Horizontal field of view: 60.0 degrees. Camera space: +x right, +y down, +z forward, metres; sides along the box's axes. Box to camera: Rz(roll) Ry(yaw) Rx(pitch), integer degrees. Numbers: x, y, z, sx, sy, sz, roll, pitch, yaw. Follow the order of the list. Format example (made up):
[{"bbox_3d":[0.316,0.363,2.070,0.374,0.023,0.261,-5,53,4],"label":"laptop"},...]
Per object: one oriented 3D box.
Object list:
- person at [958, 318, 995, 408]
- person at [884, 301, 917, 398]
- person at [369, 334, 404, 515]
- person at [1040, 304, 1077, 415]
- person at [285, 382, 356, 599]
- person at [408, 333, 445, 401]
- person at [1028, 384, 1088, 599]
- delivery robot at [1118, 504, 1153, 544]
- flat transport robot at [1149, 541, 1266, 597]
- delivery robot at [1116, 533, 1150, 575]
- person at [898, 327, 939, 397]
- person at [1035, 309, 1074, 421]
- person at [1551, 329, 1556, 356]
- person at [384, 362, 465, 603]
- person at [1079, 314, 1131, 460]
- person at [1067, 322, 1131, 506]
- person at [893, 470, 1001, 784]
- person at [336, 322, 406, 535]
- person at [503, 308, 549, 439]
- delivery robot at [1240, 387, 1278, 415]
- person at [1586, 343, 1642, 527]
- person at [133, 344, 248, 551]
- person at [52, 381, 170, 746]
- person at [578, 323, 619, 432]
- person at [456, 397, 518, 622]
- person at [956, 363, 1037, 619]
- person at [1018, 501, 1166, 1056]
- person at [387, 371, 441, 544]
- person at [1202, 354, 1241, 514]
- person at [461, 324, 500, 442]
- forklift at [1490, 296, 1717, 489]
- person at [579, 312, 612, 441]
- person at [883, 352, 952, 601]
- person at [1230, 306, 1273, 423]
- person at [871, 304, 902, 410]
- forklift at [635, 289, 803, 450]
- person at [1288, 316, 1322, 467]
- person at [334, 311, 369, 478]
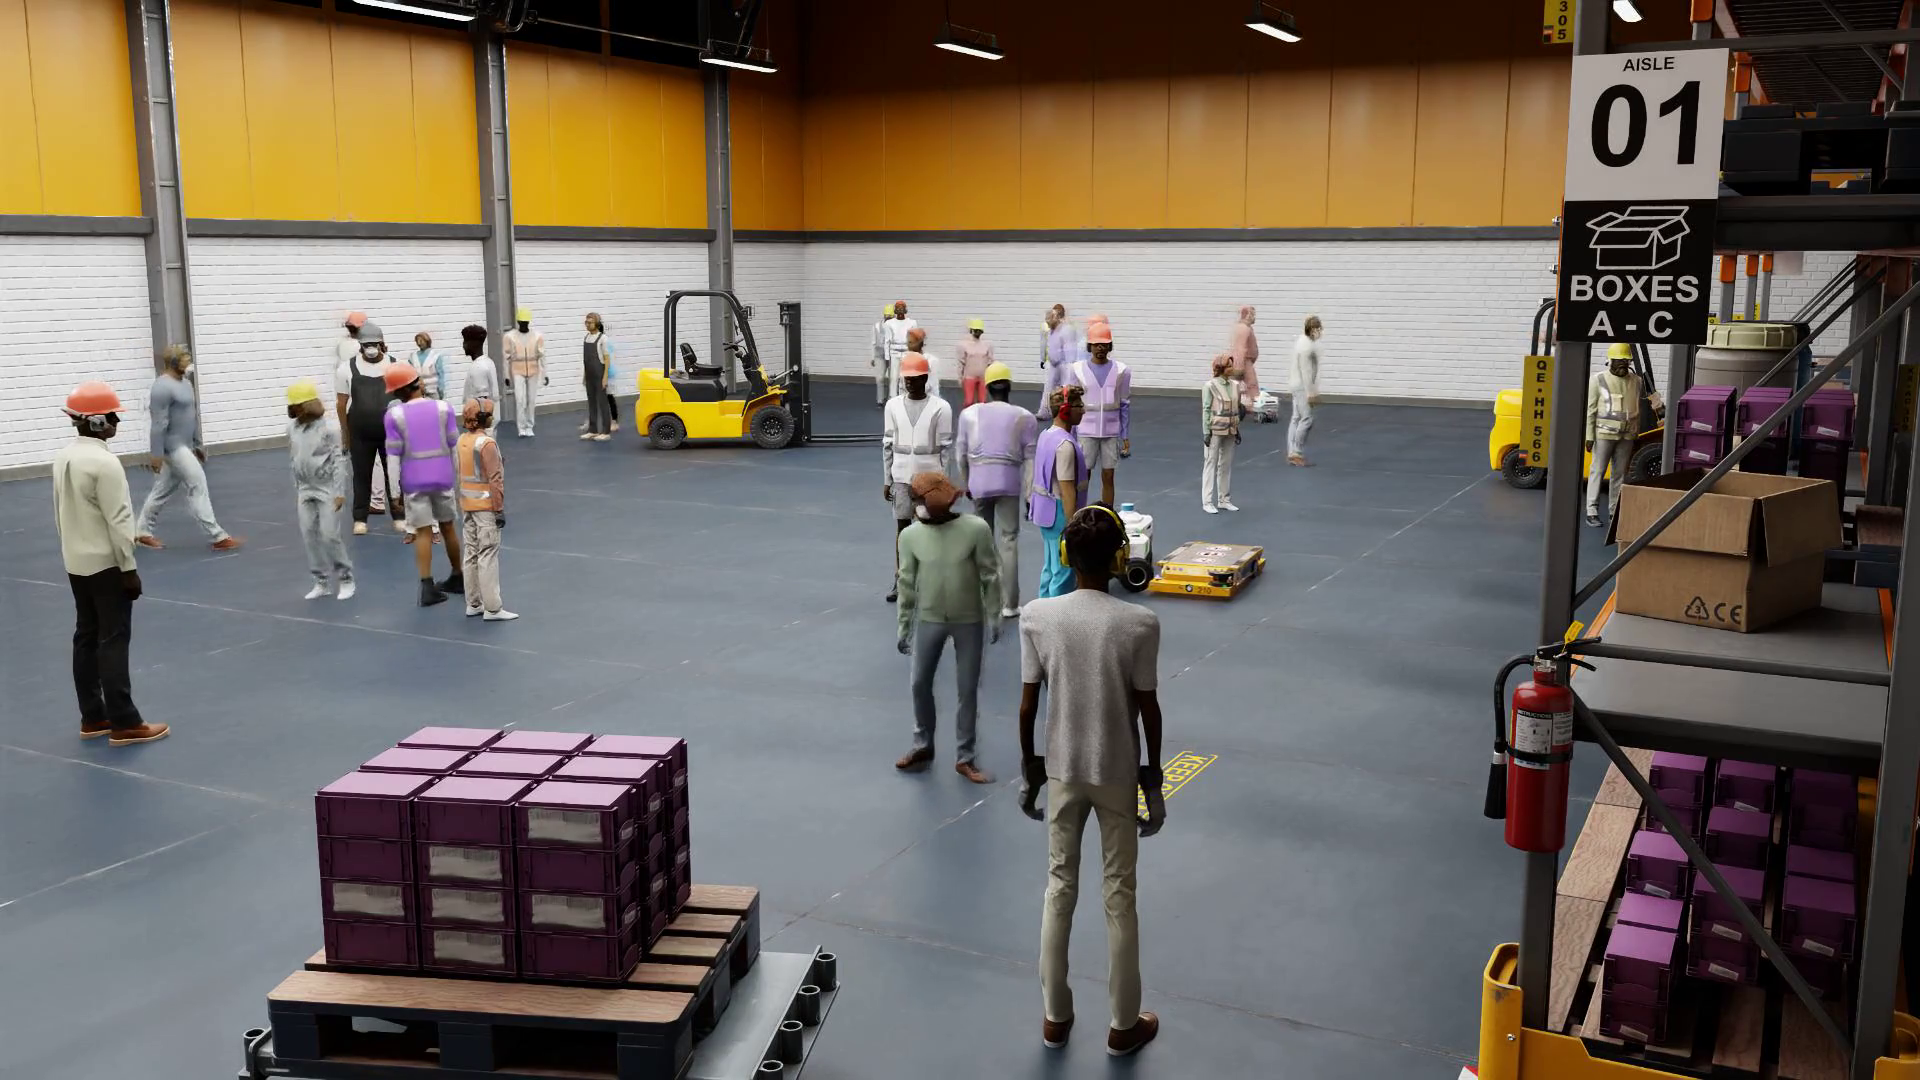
[{"bbox_3d":[0.247,-2.355,24.198,0.527,1.754,0.398,-2,10,-12],"label":"person"},{"bbox_3d":[-1.000,-3.135,28.378,0.579,1.878,0.340,-1,10,-4],"label":"person"},{"bbox_3d":[-6.009,-1.217,17.161,0.399,1.909,0.642,7,12,34],"label":"person"},{"bbox_3d":[1.634,-3.003,27.690,0.633,1.842,0.429,-1,10,-7],"label":"person"},{"bbox_3d":[-4.972,-0.369,12.839,0.504,1.716,0.441,3,10,15],"label":"person"},{"bbox_3d":[-7.366,-2.071,23.010,0.529,1.595,0.847,1,10,4],"label":"person"},{"bbox_3d":[0.649,-0.086,10.787,0.389,1.846,0.567,-2,10,-11],"label":"person"},{"bbox_3d":[1.420,-0.067,14.142,0.477,0.478,0.707,3,10,16],"label":"delivery robot"},{"bbox_3d":[2.038,0.220,13.574,0.652,0.197,1.431,4,10,21],"label":"flat transport robot"},{"bbox_3d":[1.150,0.072,13.340,0.707,0.478,0.477,-1,10,-3],"label":"delivery robot"},{"bbox_3d":[-0.430,-1.489,18.890,0.582,1.864,0.783,9,13,43],"label":"person"},{"bbox_3d":[1.677,-2.797,26.637,1.158,1.813,0.659,-5,11,-27],"label":"person"},{"bbox_3d":[8.556,-2.206,23.732,0.752,1.600,0.523,-1,10,-3],"label":"person"},{"bbox_3d":[-4.110,-0.443,12.841,0.623,1.871,0.644,-5,11,-28],"label":"person"},{"bbox_3d":[1.837,-1.958,21.468,0.582,1.894,0.909,-8,12,-37],"label":"person"},{"bbox_3d":[1.294,-1.004,15.534,0.615,2.043,0.373,-1,10,-6],"label":"person"},{"bbox_3d":[-0.077,0.437,8.482,0.593,1.602,0.364,2,10,10],"label":"person"},{"bbox_3d":[-5.581,-1.068,15.914,0.688,2.000,0.536,-4,11,-21],"label":"person"},{"bbox_3d":[-6.286,-2.418,24.154,0.607,1.887,0.873,-4,11,-22],"label":"person"},{"bbox_3d":[4.767,-2.198,26.484,0.477,0.478,0.707,-4,10,-19],"label":"delivery robot"},{"bbox_3d":[6.434,-1.040,16.354,0.600,1.830,0.404,-2,10,-11],"label":"person"},{"bbox_3d":[-7.039,-0.816,14.951,1.045,1.890,0.626,-1,10,-8],"label":"person"},{"bbox_3d":[-4.697,0.127,9.124,0.610,1.996,0.386,7,12,35],"label":"person"},{"bbox_3d":[-5.439,-2.436,24.899,0.694,1.668,0.549,-9,13,-43],"label":"person"},{"bbox_3d":[-3.496,-0.222,12.175,0.308,1.641,0.514,-10,14,-44],"label":"person"},{"bbox_3d":[0.275,-0.381,12.452,0.604,1.856,0.805,1,10,6],"label":"person"},{"bbox_3d":[0.443,0.800,5.593,0.516,1.873,0.329,3,10,19],"label":"person"},{"bbox_3d":[-5.019,-0.765,15.364,0.501,1.626,0.282,-1,10,-4],"label":"person"},{"bbox_3d":[2.709,-1.101,17.249,0.522,1.645,0.305,-7,12,-37],"label":"person"},{"bbox_3d":[-4.908,-1.229,17.060,0.361,1.963,0.613,-1,10,-6],"label":"person"},{"bbox_3d":[7.296,-1.677,18.993,2.313,2.155,1.214,5,11,27],"label":"forklift"},{"bbox_3d":[-5.237,-2.338,23.866,0.532,1.841,0.415,7,12,36],"label":"person"},{"bbox_3d":[-0.335,-0.478,12.796,0.545,1.938,0.362,2,10,12],"label":"person"},{"bbox_3d":[4.464,-2.775,26.360,1.035,1.859,0.651,0,10,0],"label":"person"},{"bbox_3d":[-1.222,-3.124,28.444,0.628,1.816,0.589,1,10,3],"label":"person"},{"bbox_3d":[-3.358,-2.392,23.136,2.313,2.155,1.214,-1,10,-5],"label":"forklift"},{"bbox_3d":[4.359,-1.871,20.997,0.383,1.901,0.713,2,10,11],"label":"person"},{"bbox_3d":[-7.252,-1.749,19.990,0.623,2.004,1.017,6,11,30],"label":"person"}]
